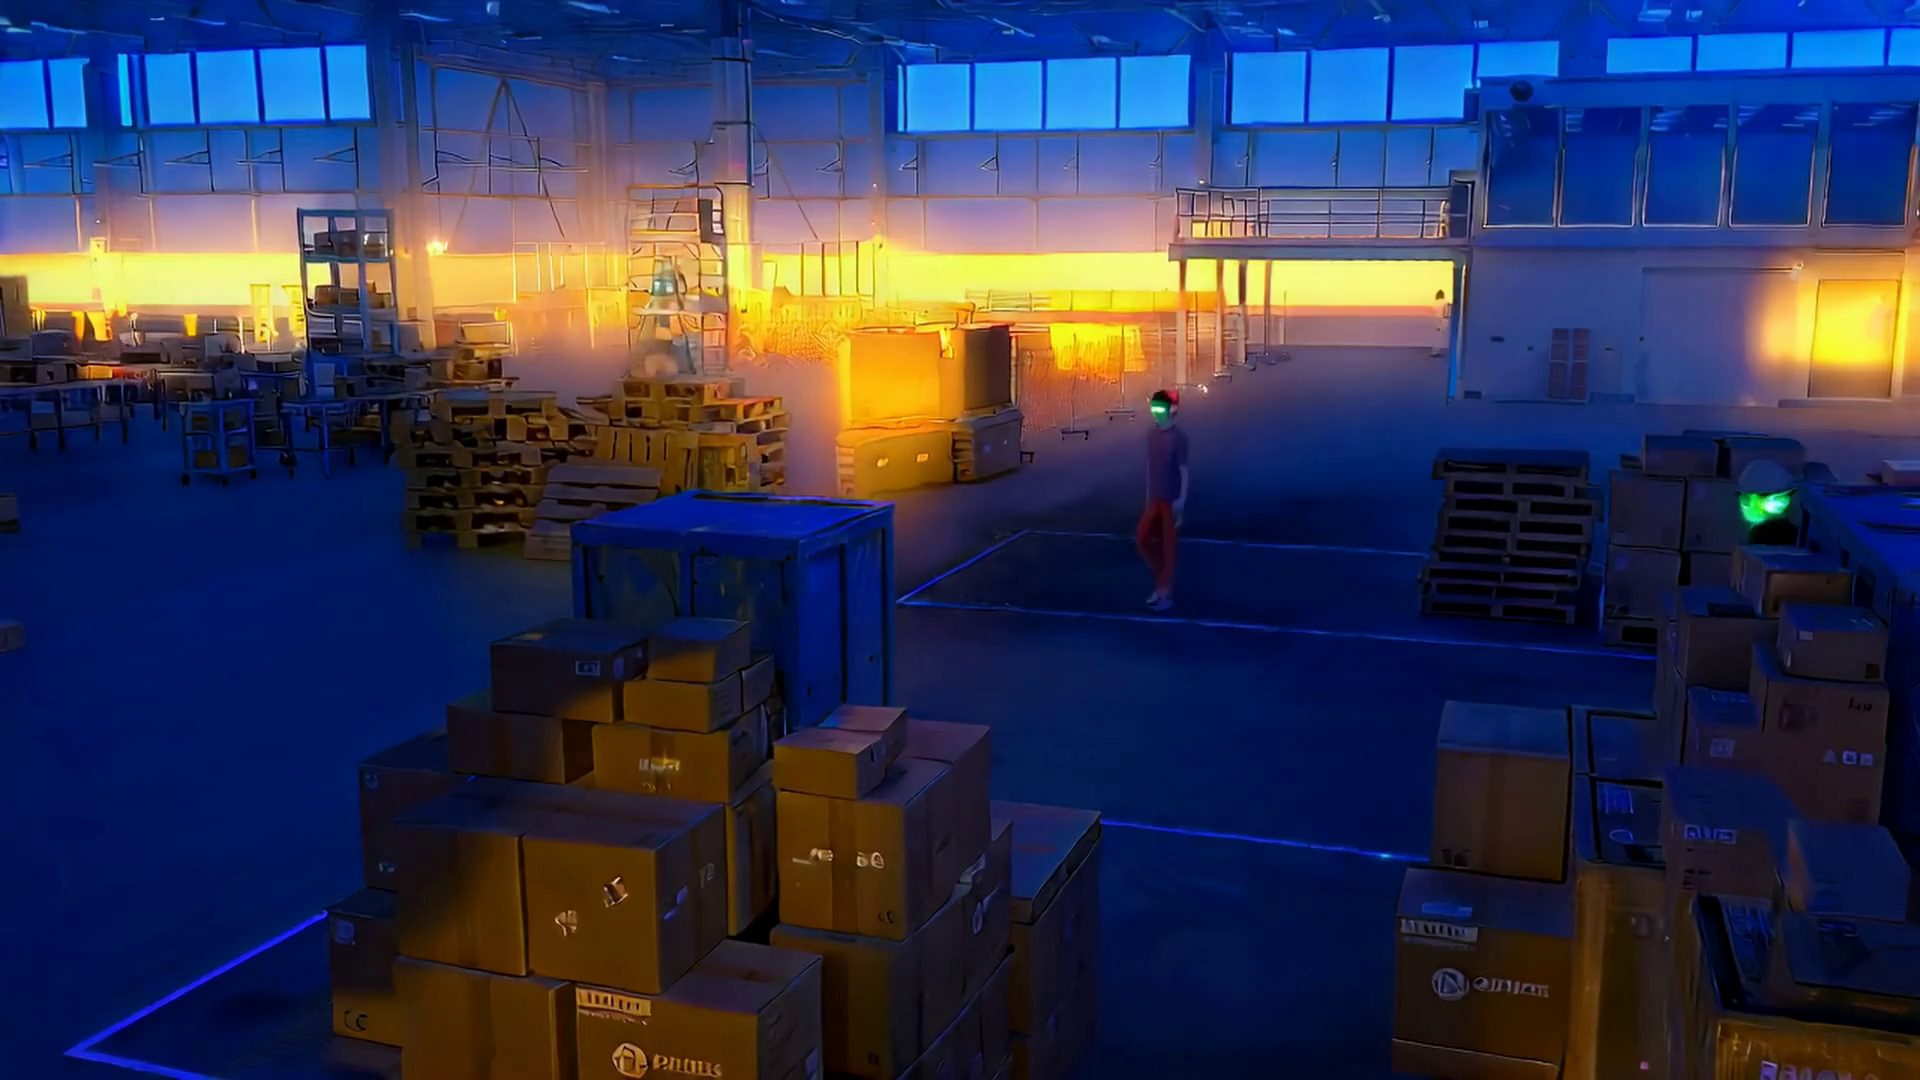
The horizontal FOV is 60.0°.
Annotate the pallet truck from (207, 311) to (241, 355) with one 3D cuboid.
[{"bbox_3d":[-19.537,-5.575,44.913,0.653,1.274,1.630,3,11,19],"label":"pallet truck"}]

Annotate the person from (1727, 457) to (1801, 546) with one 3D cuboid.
[{"bbox_3d":[3.984,0.578,8.319,0.622,1.990,0.402,-10,14,-44],"label":"person"}]

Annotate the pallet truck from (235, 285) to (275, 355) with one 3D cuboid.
[{"bbox_3d":[-18.327,-5.835,44.421,0.823,1.965,1.885,4,11,23],"label":"pallet truck"}]

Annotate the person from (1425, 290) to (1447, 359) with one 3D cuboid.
[{"bbox_3d":[12.716,-5.728,44.249,0.357,1.852,0.646,-3,11,-19],"label":"person"}]

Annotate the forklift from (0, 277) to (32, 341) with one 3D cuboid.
[{"bbox_3d":[-27.151,-6.329,46.328,1.157,1.987,2.680,3,11,17],"label":"forklift"}]

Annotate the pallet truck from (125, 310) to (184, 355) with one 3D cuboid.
[{"bbox_3d":[-22.038,-5.665,45.457,0.704,1.261,1.522,3,11,17],"label":"pallet truck"}]

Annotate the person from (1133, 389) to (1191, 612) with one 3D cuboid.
[{"bbox_3d":[1.663,-0.319,13.751,0.386,1.855,0.562,-8,13,-37],"label":"person"}]

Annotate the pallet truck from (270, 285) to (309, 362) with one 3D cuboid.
[{"bbox_3d":[-17.147,-5.700,43.663,0.823,1.965,1.885,3,11,17],"label":"pallet truck"}]

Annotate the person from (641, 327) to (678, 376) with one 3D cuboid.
[{"bbox_3d":[-3.789,-1.738,21.374,0.629,1.987,1.075,9,13,41],"label":"person"}]

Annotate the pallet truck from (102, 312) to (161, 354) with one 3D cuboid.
[{"bbox_3d":[-23.057,-5.777,46.261,0.680,1.201,1.601,3,11,19],"label":"pallet truck"}]
